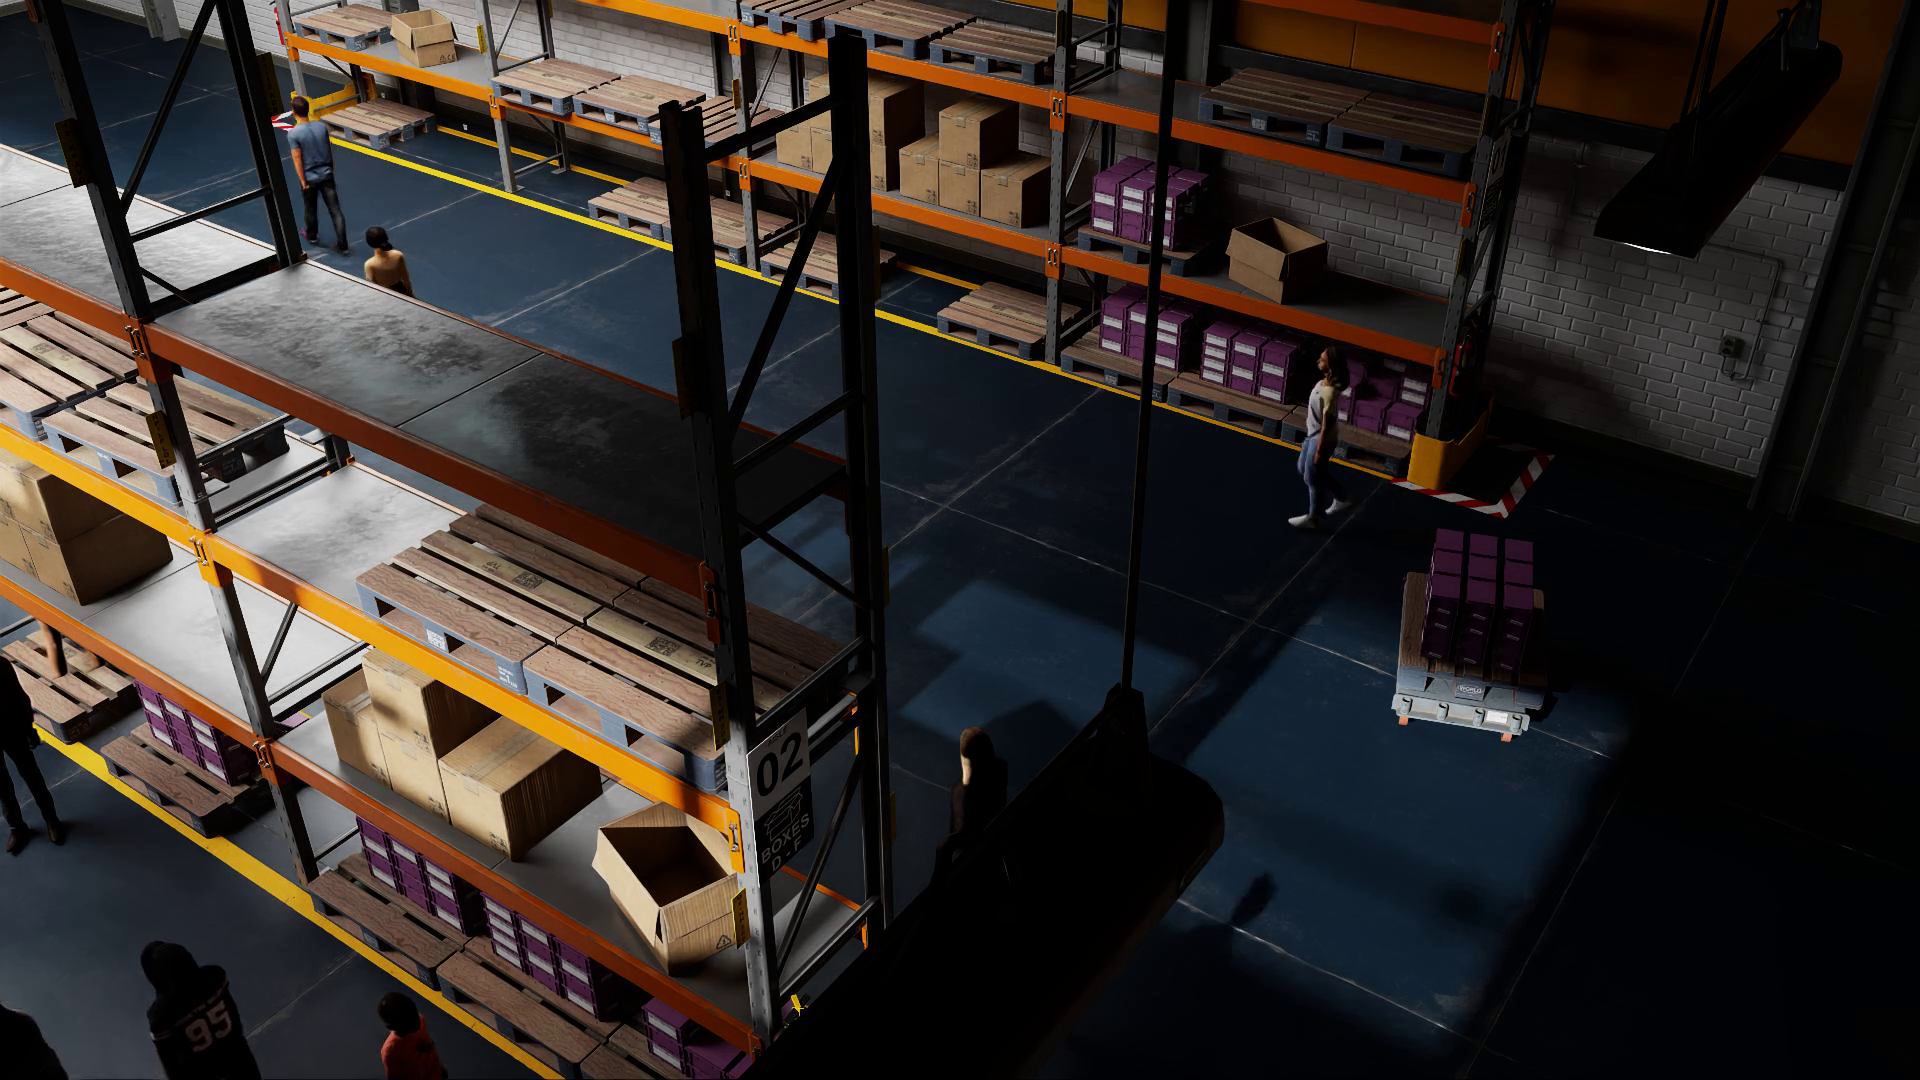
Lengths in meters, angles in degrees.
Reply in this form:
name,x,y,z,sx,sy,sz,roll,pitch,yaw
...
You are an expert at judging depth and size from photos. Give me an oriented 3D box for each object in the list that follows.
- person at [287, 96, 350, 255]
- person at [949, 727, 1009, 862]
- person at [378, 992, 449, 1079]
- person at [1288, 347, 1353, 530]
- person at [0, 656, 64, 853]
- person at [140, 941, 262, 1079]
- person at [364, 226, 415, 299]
name,x,y,z,sx,sy,sz,roll,pitch,yaw
person,-7.196,-4.080,18.762,0.785,1.779,1.081,-27,42,-35
person,0.119,1.838,9.802,0.560,1.841,0.628,25,41,32
person,-2.912,2.846,8.777,0.751,1.298,0.581,12,35,17
person,3.125,-0.822,13.920,0.878,1.712,0.795,4,34,6
person,-6.229,1.242,10.751,0.718,1.782,0.735,-11,35,-16
person,-3.938,2.706,8.639,1.155,1.682,0.641,20,39,28
person,-5.453,-2.247,16.123,0.679,1.648,0.746,-25,41,-32
